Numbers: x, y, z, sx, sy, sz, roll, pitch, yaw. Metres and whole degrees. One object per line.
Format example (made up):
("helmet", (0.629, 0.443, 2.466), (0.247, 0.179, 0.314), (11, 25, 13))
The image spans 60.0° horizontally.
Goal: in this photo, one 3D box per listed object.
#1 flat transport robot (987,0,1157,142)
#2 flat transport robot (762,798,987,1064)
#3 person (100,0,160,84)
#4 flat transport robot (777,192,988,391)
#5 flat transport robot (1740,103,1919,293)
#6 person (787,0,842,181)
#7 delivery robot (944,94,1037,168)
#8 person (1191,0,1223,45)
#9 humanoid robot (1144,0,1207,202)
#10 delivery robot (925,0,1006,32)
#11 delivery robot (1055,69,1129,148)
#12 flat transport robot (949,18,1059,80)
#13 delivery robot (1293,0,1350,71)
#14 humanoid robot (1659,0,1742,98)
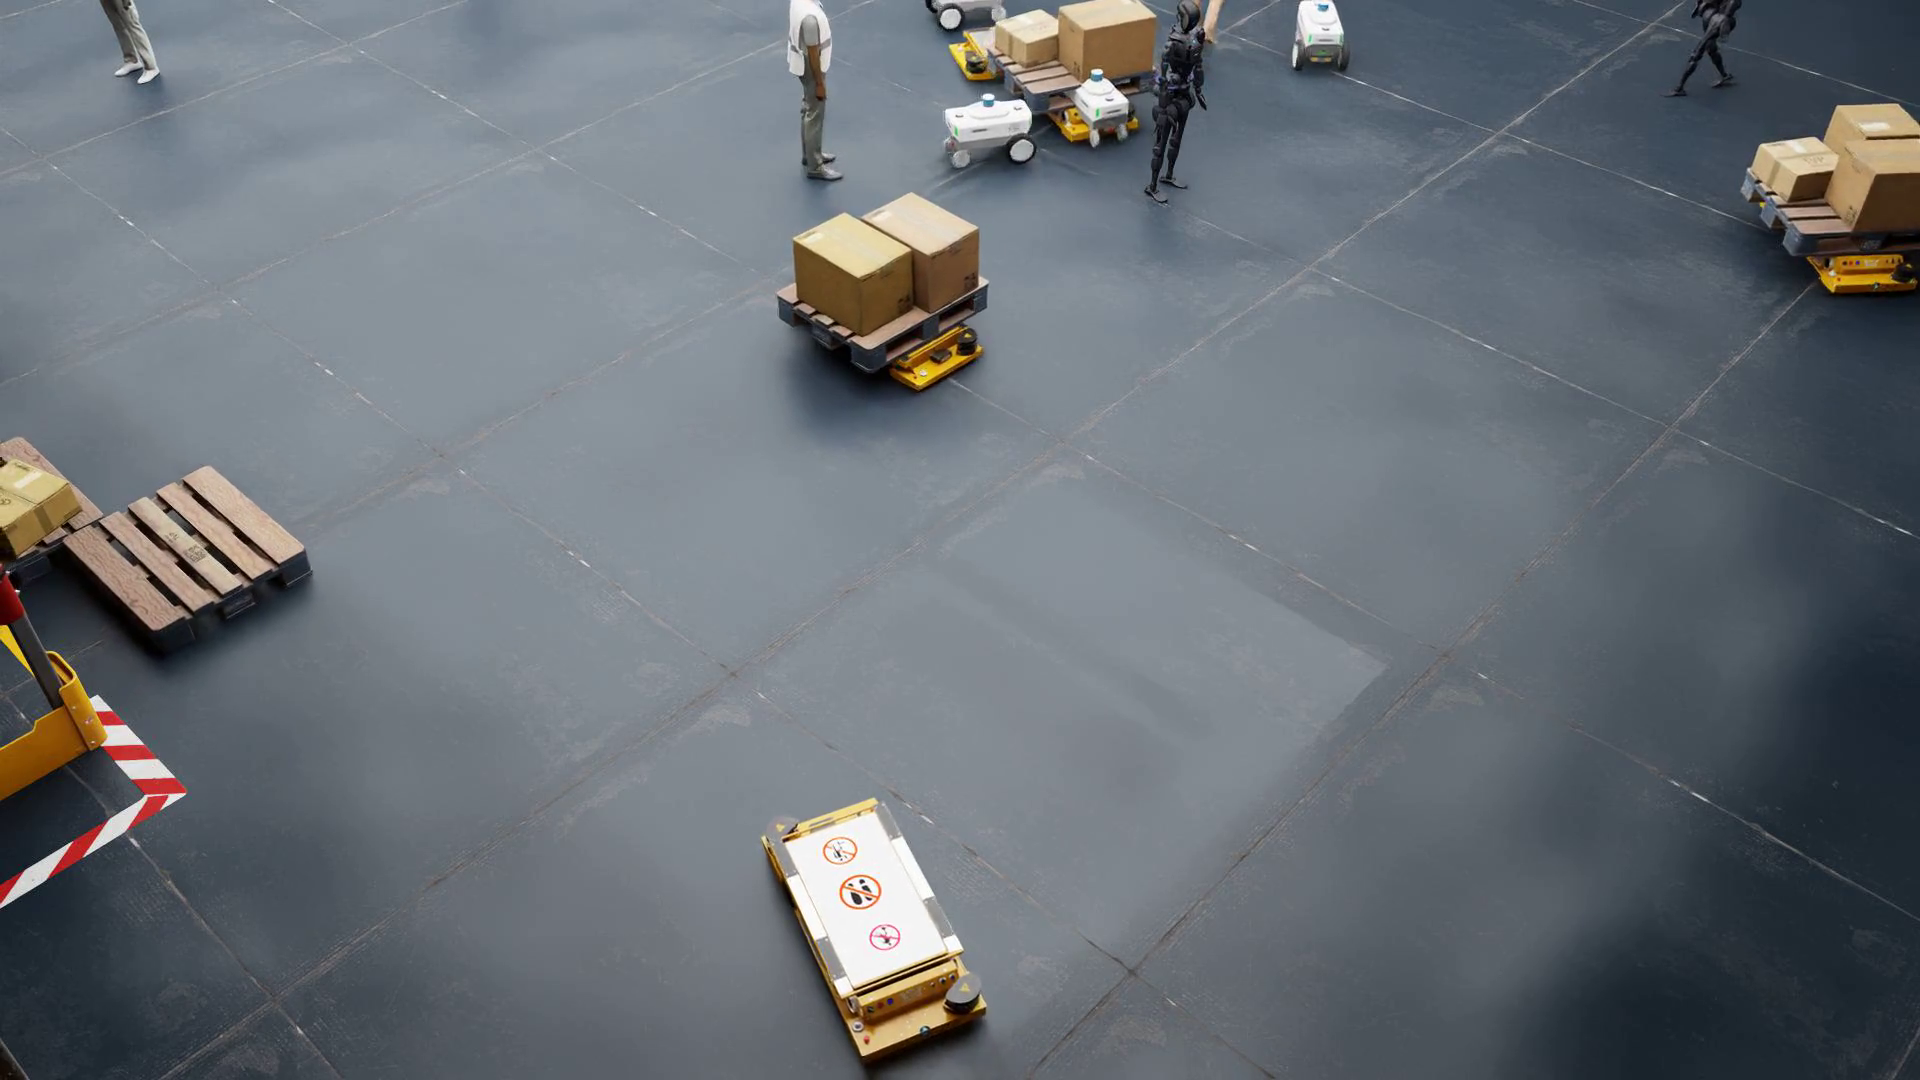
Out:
("flat transport robot", (0.994, -4.049, 15.027), (0.659, 0.231, 1.431), (-16, 44, -17))
("flat transport robot", (-0.461, 1.904, 8.409), (0.659, 0.231, 1.431), (-17, 45, -18))
("person", (-7.642, -4.931, 14.982), (0.514, 1.635, 0.313), (24, 47, 25))
("flat transport robot", (-0.565, -1.596, 12.300), (0.659, 0.231, 1.431), (-34, 52, -32))
("flat transport robot", (6.958, -2.434, 13.232), (0.659, 0.231, 1.431), (-3, 42, -3))
("person", (-1.219, -3.851, 13.631), (0.372, 1.840, 0.568), (-8, 43, -8))
("delivery robot", (0.263, -3.516, 14.235), (0.815, 0.614, 0.499), (-10, 43, -11))
("person", (2.321, -5.433, 15.477), (0.434, 1.724, 0.432), (22, 46, 22))
("humanoid robot", (1.760, -3.561, 13.424), (0.315, 1.653, 0.599), (32, 51, 30))
("delivery robot", (0.065, -5.335, 16.232), (0.774, 0.581, 0.499), (-10, 43, -11))
("delivery robot", (1.173, -3.840, 14.592), (0.499, 0.610, 0.788), (-16, 44, -17))
("flat transport robot", (0.671, -4.637, 15.680), (1.431, 0.231, 0.659), (-11, 43, -12))
("delivery robot", (3.373, -4.732, 15.587), (0.499, 0.614, 0.791), (1, 42, 1))
("humanoid robot", (6.780, -4.726, 14.770), (0.753, 1.615, 0.611), (-5, 42, -6))
